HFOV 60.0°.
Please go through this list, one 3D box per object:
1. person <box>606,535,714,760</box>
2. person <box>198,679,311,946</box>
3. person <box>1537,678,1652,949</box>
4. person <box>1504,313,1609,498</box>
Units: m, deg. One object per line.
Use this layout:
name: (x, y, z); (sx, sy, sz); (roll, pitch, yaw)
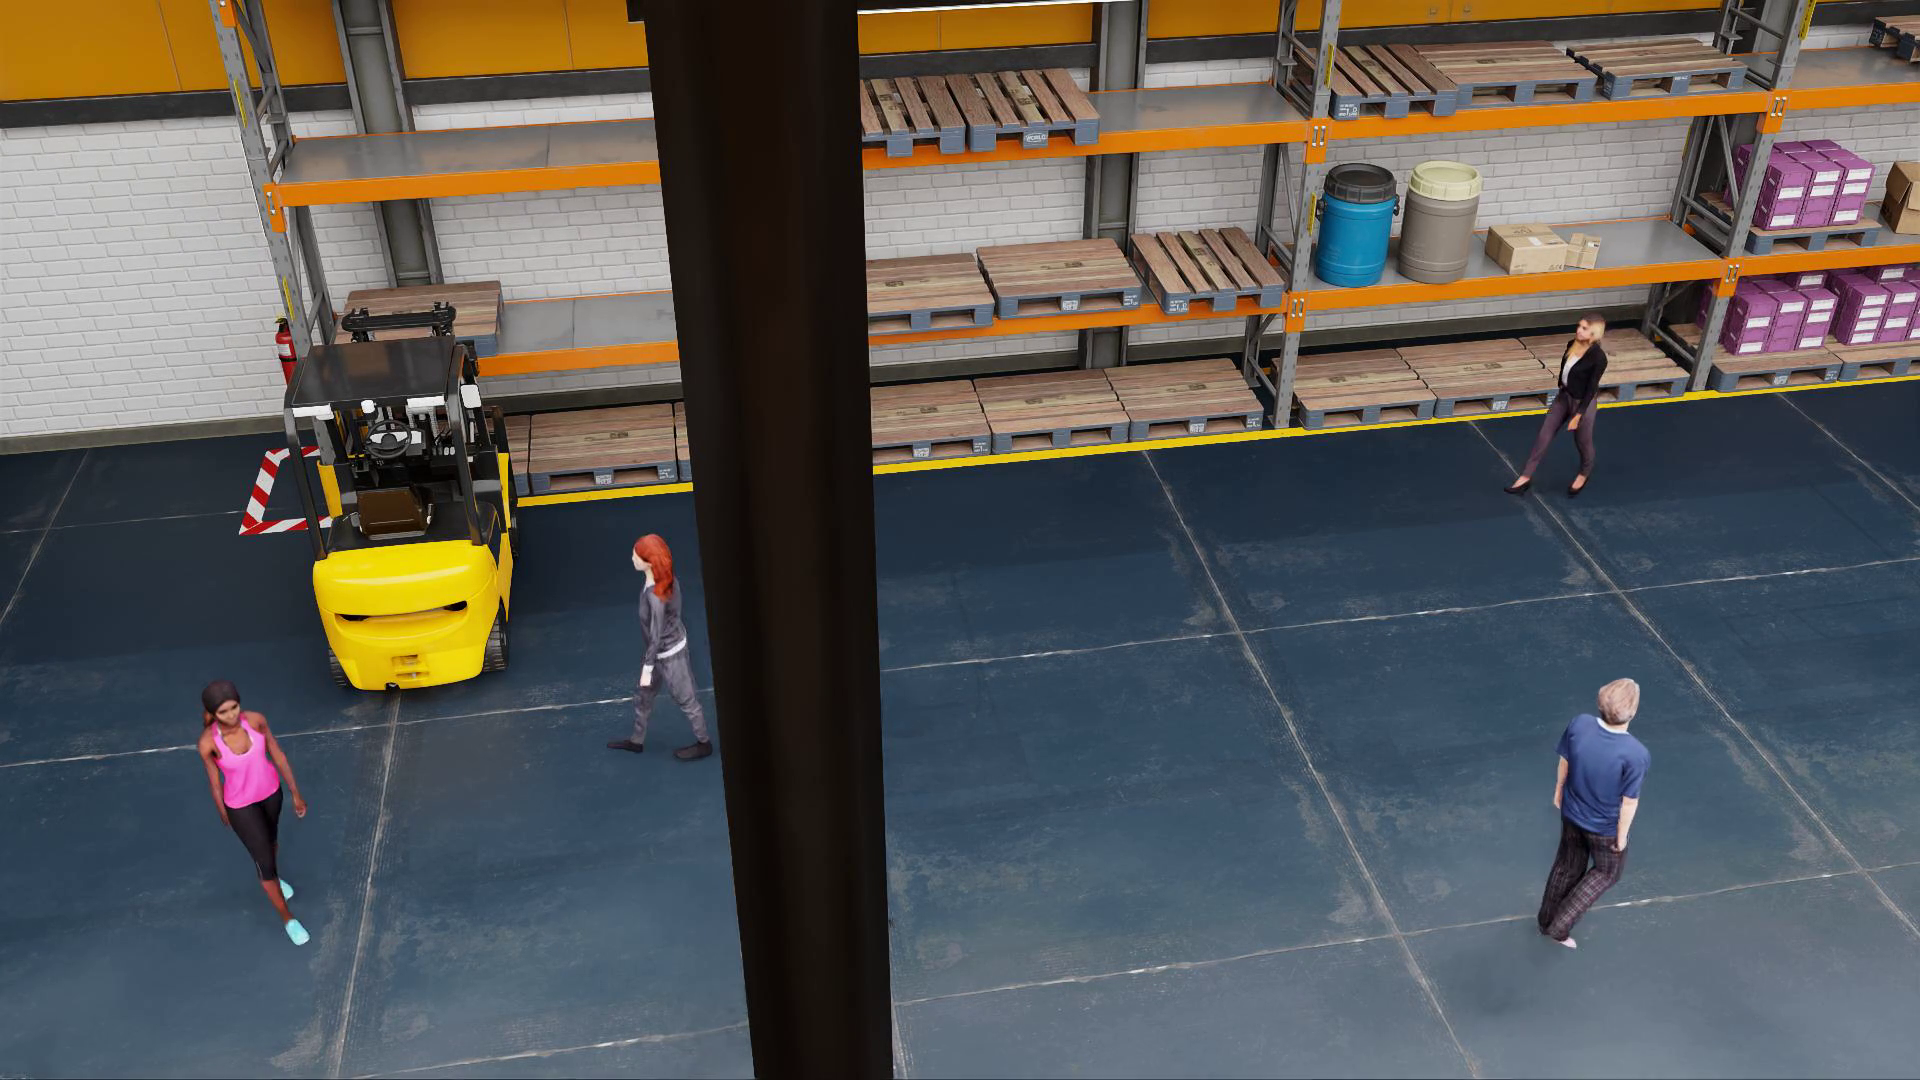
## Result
person: (-1.774, 0.715, 10.557); (0.892, 1.756, 0.605); (-6, 34, -8)
person: (-4.081, 1.441, 9.520); (0.959, 1.695, 0.947); (25, 41, 33)
person: (3.442, 1.572, 9.176); (0.851, 1.857, 0.810); (-23, 40, -30)
person: (5.001, -1.046, 13.316); (1.069, 1.635, 0.768); (-14, 36, -20)
